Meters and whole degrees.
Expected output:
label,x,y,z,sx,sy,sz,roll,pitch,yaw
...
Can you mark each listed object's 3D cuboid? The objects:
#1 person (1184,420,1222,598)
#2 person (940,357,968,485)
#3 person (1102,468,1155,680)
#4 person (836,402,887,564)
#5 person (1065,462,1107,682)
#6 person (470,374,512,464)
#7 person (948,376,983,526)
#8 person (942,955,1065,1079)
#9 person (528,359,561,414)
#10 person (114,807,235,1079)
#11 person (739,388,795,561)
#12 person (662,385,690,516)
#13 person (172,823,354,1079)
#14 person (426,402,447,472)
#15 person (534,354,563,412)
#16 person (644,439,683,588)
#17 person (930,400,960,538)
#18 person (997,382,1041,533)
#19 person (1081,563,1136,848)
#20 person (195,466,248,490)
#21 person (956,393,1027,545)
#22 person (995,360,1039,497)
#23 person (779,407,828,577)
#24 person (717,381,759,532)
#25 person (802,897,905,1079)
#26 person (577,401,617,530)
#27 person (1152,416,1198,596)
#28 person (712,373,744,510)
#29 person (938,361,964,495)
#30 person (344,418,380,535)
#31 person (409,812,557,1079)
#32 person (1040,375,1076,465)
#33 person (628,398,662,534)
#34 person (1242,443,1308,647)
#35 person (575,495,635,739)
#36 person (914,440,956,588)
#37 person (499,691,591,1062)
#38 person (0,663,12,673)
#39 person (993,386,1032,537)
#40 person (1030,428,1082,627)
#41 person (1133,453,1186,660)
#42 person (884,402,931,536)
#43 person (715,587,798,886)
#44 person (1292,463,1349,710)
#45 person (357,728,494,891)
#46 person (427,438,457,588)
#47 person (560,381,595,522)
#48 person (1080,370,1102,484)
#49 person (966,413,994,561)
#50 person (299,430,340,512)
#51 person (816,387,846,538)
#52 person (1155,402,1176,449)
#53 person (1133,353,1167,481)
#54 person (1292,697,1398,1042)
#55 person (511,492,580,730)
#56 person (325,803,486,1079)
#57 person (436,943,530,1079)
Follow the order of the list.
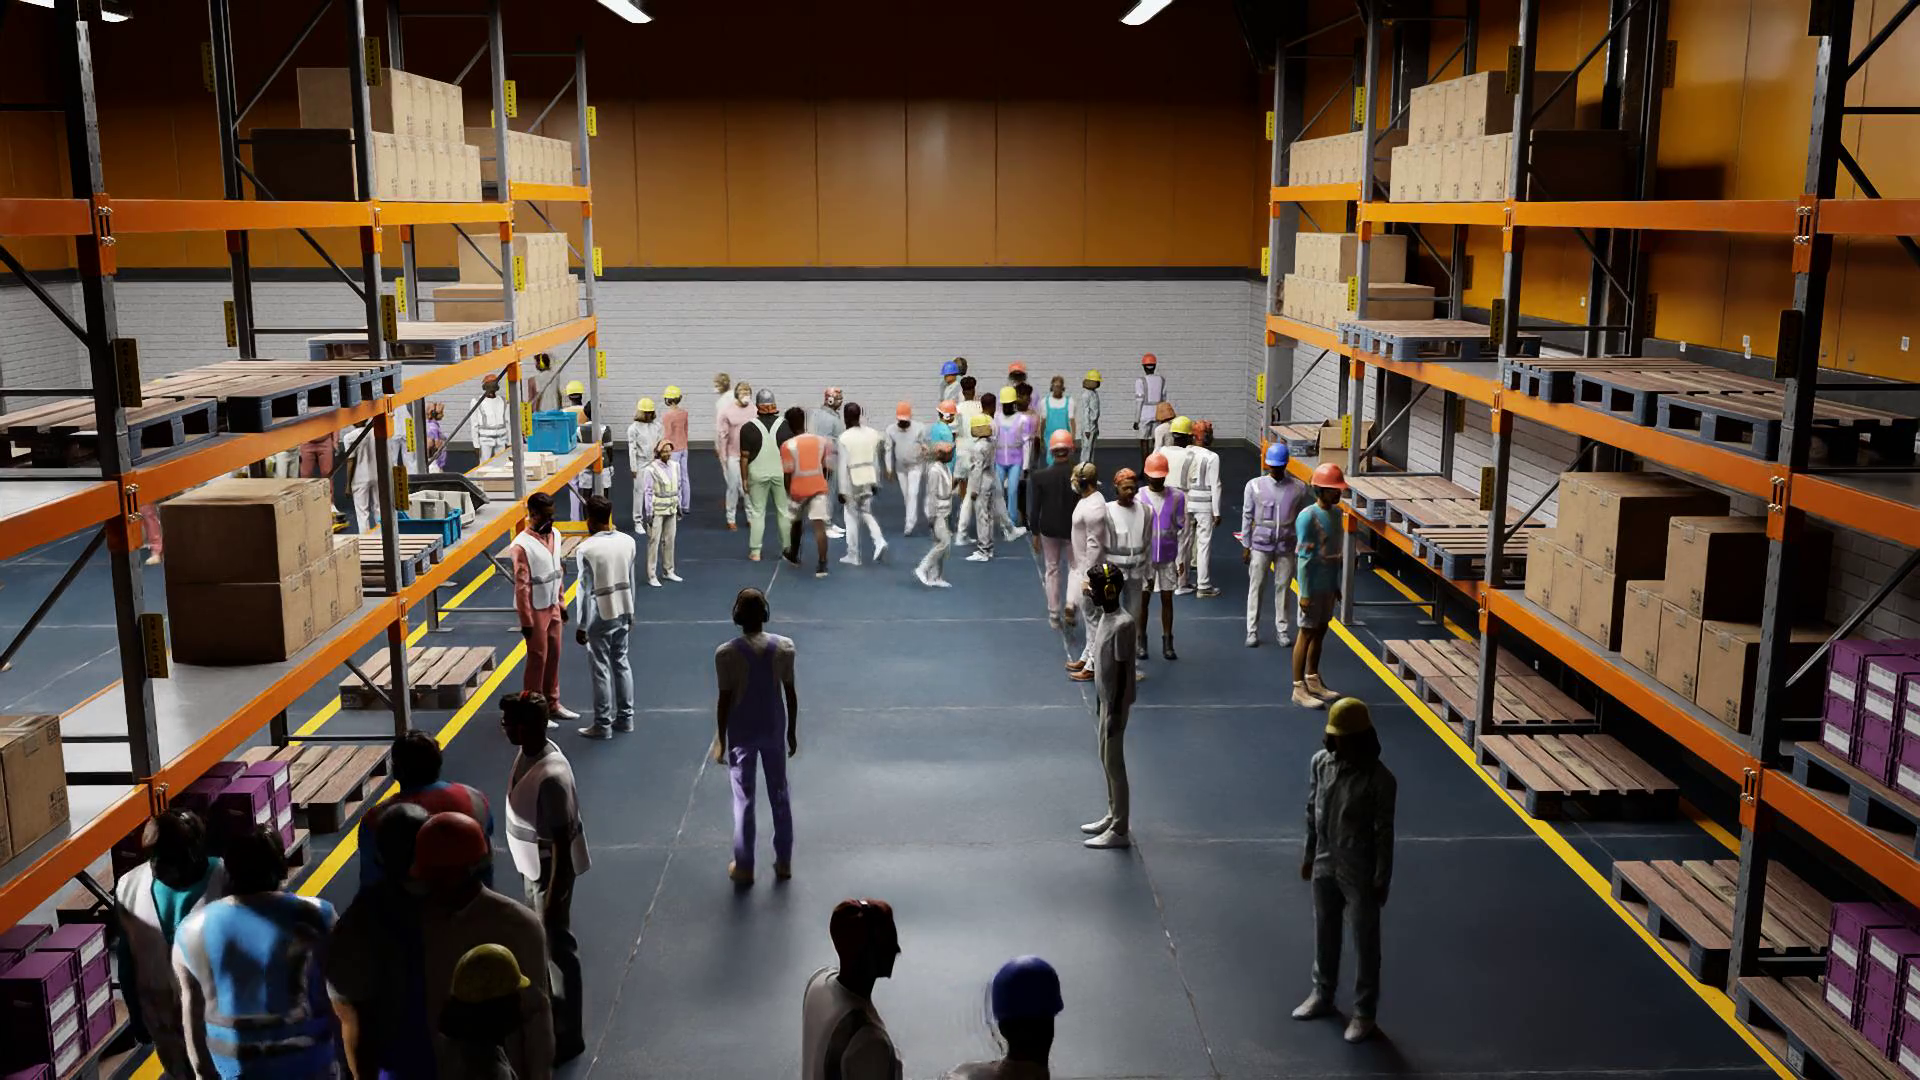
label,x,y,z,sx,sy,sz,roll,pitch,yaw
person,2.537,-0.331,17.698,0.337,1.876,0.583,-10,15,-42
person,-0.021,-1.737,24.596,0.356,1.938,0.638,-11,16,-44
person,1.421,0.308,14.482,0.585,1.882,0.337,-4,12,-19
person,-1.132,-0.640,19.188,0.583,1.902,0.625,10,15,40
person,1.121,0.274,14.529,0.374,1.936,0.627,0,11,2
person,-6.360,-1.315,22.617,0.572,1.886,0.354,-10,15,-41
person,0.122,-1.145,21.567,0.609,1.963,0.368,-3,12,-15
person,0.210,2.211,4.976,1.003,1.879,0.714,-10,15,-42
person,-6.672,-2.078,26.781,0.535,1.753,0.341,-1,11,-5
person,-3.054,1.888,6.776,0.636,1.810,0.853,0,11,2
person,-2.247,-0.778,19.532,0.683,2.000,0.535,-2,11,-10
person,-3.816,-1.187,22.267,0.301,1.772,0.525,5,12,24
person,-2.597,1.985,6.249,0.650,1.810,0.747,-1,11,-5
person,-6.777,-0.968,21.519,0.321,1.631,0.527,-4,12,-21
person,-6.490,-2.046,26.439,0.322,1.839,0.666,8,14,33
person,-3.251,-0.299,18.188,0.327,1.626,0.527,7,13,32
person,-0.180,-0.892,20.873,0.355,1.737,0.576,-3,12,-16
person,0.731,-1.093,21.449,0.611,1.920,0.957,-8,14,-34
person,0.961,1.063,10.783,0.351,1.856,0.521,-1,11,-7
person,-7.474,-0.243,17.039,0.613,1.962,0.367,0,11,2
person,0.337,-0.876,20.486,0.956,1.860,0.591,-9,14,-39
person,0.788,-1.476,23.096,0.623,2.021,0.670,1,11,7
person,-1.756,-0.553,18.759,0.629,1.900,1.069,-6,13,-26
person,-2.789,-1.066,21.267,0.647,1.931,0.377,-6,13,-27
person,-0.361,2.092,5.569,0.355,1.876,0.573,-5,12,-22
person,-4.651,-0.935,21.185,0.532,1.697,0.319,2,11,9
person,2.311,-0.359,17.753,0.587,1.922,0.390,7,13,33
person,-3.150,-1.331,22.670,0.393,1.920,0.674,2,11,8
person,-0.113,-1.615,23.999,0.417,1.938,0.608,-8,14,-34
person,-6.981,-0.673,19.513,0.346,1.840,0.505,8,14,35
person,-1.776,1.932,6.093,0.635,1.985,0.414,4,12,18
person,1.372,-1.421,23.339,0.512,1.820,0.799,1,11,3
person,-3.972,-0.945,21.145,0.480,1.734,0.330,-10,15,-42
person,2.954,0.048,15.630,0.607,1.943,0.403,1,11,3
person,-2.749,0.599,12.971,0.402,1.909,0.599,7,13,30
person,-0.222,-0.270,18.029,0.365,1.619,0.542,3,12,15
person,-1.996,1.613,8.047,0.396,1.841,0.565,-5,12,-25
person,-8.729,0.288,14.719,0.502,1.837,0.349,6,13,28
person,0.617,-1.001,20.974,0.596,1.907,0.481,3,12,13
person,0.996,-0.093,16.249,0.637,1.978,0.570,1,11,4
person,1.788,0.149,15.186,0.550,1.925,0.392,-1,11,-3
person,-0.673,-0.900,20.992,0.576,1.692,0.805,3,12,15
person,-1.239,1.192,10.151,0.515,1.842,0.328,-5,12,-24
person,3.001,0.368,13.777,0.394,2.044,0.609,9,15,39
person,-2.362,1.749,7.440,0.441,1.822,0.629,11,16,43
person,-5.745,-0.299,18.144,0.310,1.639,0.514,-9,14,-37
person,-4.885,-1.073,21.307,0.589,1.924,0.383,-6,13,-29
person,1.954,-1.660,24.703,0.296,1.744,0.486,4,12,21
person,0.237,-0.625,19.523,0.302,1.742,0.486,4,12,17
person,-8.681,-1.284,22.403,0.641,1.912,0.410,-6,13,-28
person,-1.598,-0.979,20.905,0.404,1.900,0.639,0,11,-1
person,2.668,-0.973,21.539,0.269,1.631,0.508,10,15,40
person,2.863,-1.865,25.270,0.551,1.925,0.377,-6,13,-27
person,1.914,1.616,8.281,0.307,1.740,0.494,-10,15,-41
person,-3.327,0.553,13.204,0.405,1.909,0.595,3,12,16
person,-2.005,1.870,6.253,0.609,2.000,0.712,5,12,25
person,-1.547,2.171,5.526,0.322,1.737,0.487,-7,13,-33
